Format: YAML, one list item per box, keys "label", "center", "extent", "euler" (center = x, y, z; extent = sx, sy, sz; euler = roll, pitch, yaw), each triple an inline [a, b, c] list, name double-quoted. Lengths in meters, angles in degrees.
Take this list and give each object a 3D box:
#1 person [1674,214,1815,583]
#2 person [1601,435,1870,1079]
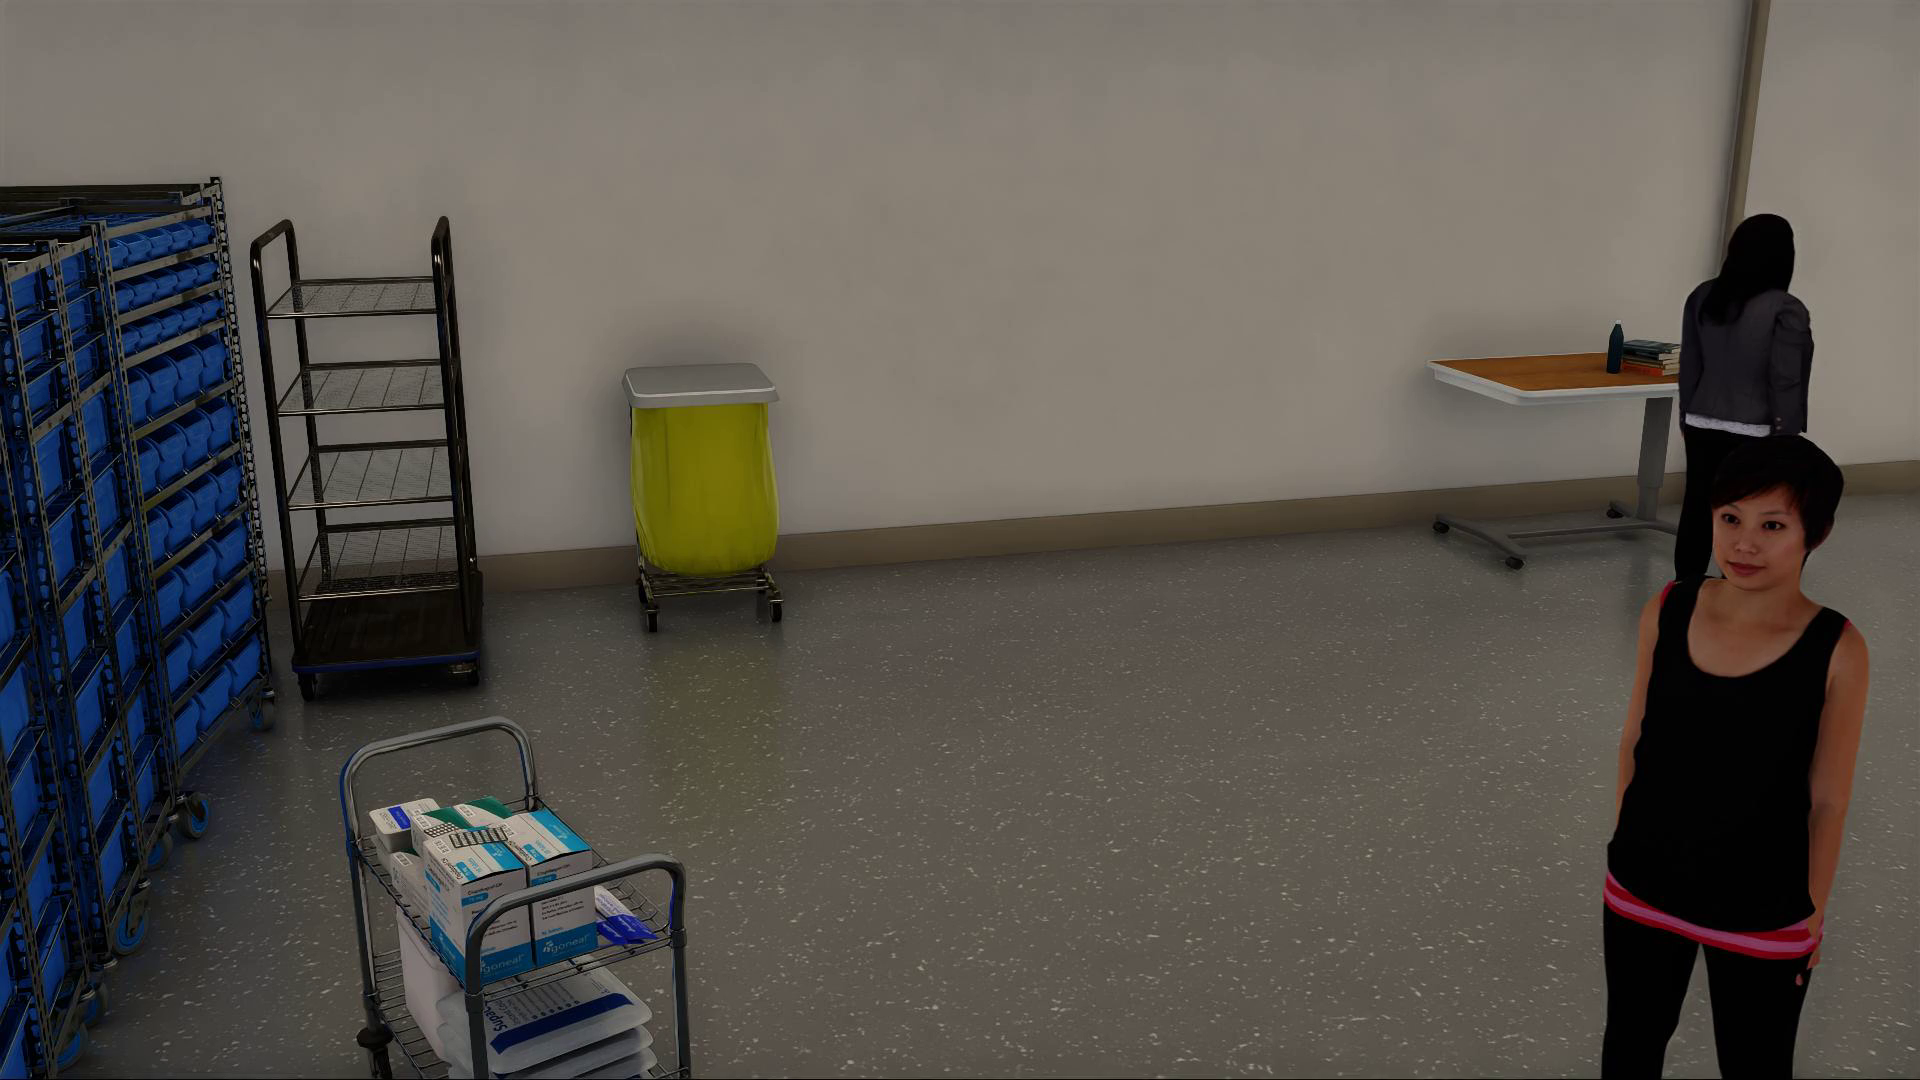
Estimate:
- label: "person"
  center: [2.998, -0.446, 6.409]
  extent: [0.740, 1.599, 0.738]
  euler: [-9, 18, -29]
- label: "person"
  center: [1.321, 0.569, 2.895]
  extent: [0.629, 1.551, 0.605]
  euler: [-14, 21, -41]
